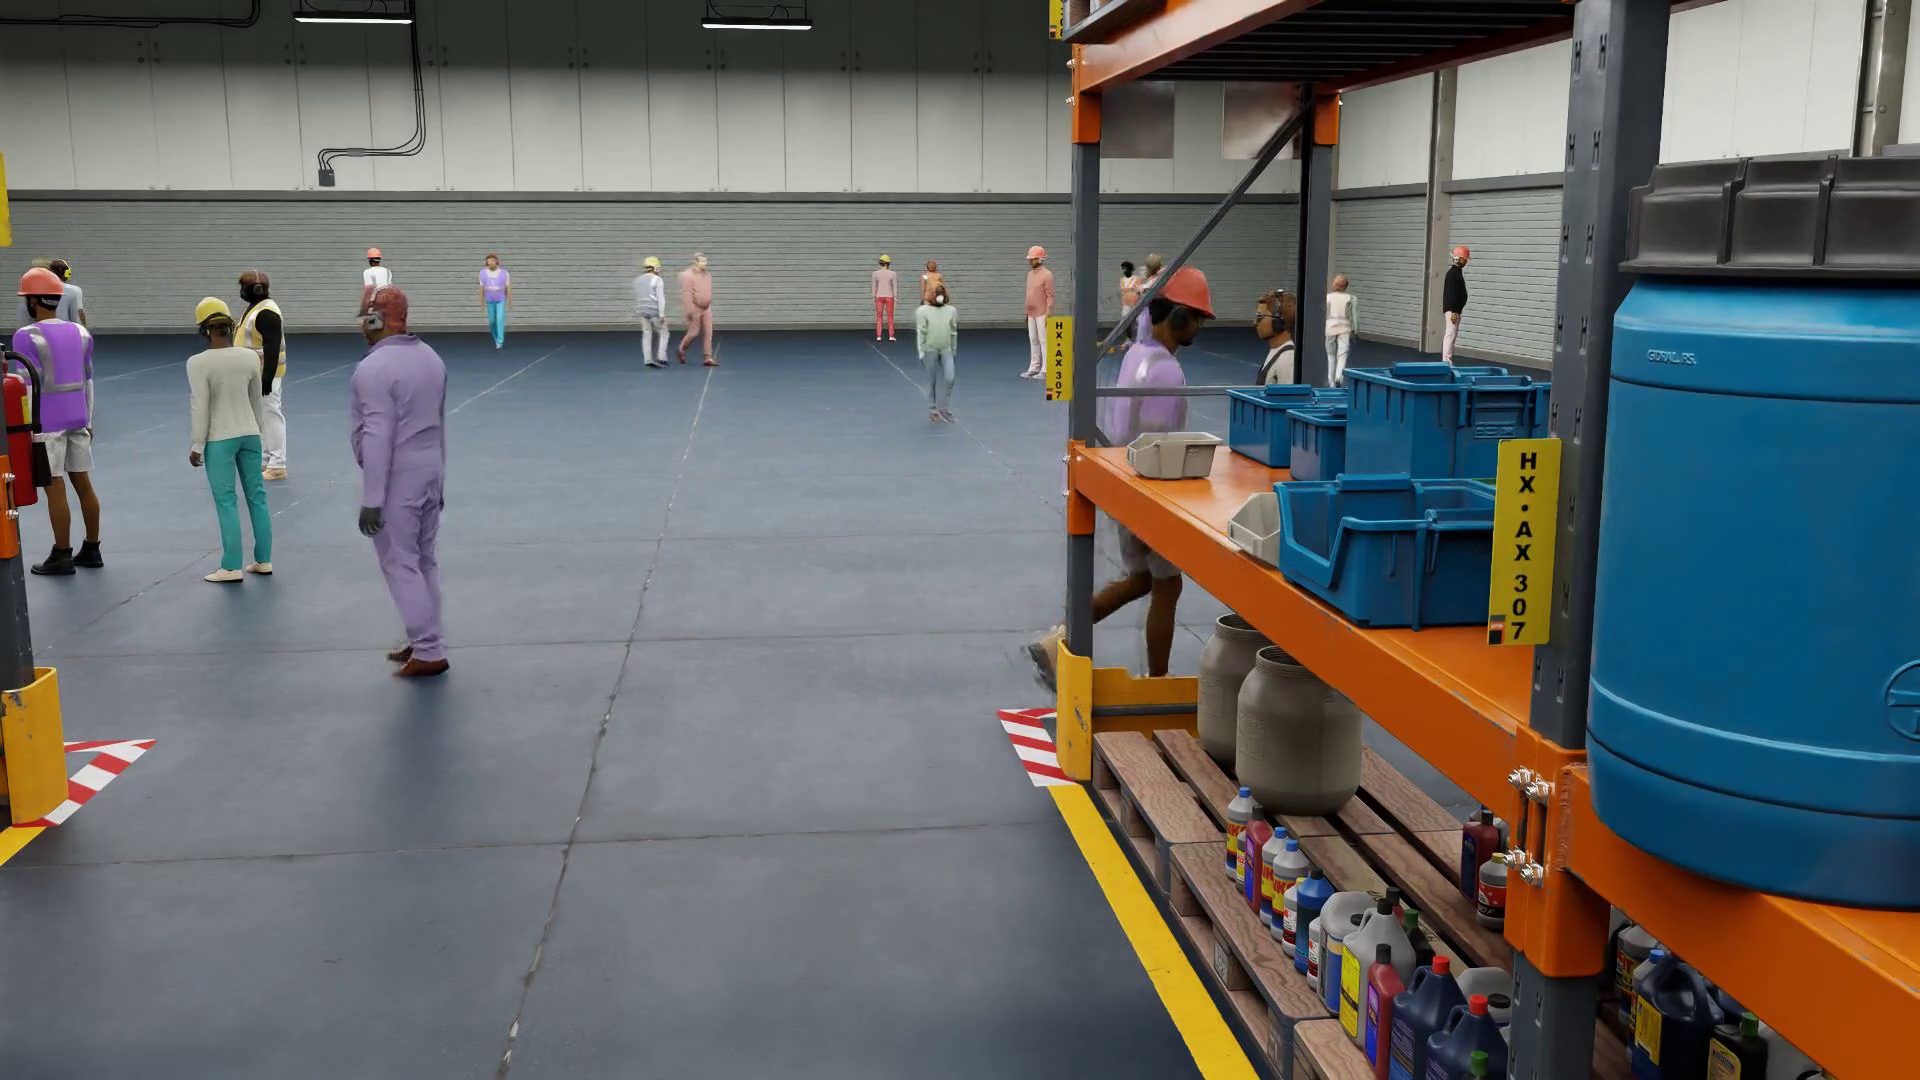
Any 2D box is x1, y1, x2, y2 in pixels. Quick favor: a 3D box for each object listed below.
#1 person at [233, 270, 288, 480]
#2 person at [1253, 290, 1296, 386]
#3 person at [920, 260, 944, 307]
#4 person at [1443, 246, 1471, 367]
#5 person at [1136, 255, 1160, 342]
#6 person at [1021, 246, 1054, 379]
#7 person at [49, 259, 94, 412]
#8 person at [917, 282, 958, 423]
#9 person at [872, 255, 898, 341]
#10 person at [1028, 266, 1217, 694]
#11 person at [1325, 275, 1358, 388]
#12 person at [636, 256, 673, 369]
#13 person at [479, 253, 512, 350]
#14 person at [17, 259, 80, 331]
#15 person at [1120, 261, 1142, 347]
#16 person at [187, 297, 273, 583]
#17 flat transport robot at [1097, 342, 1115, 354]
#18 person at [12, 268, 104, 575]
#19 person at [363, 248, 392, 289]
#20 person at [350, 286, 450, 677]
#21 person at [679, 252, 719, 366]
[{"bbox_3d":[-6.169,-1.450,14.671,0.429,1.844,0.627,-7,13,-35],"label":"person"},{"bbox_3d":[1.734,-0.441,9.127,0.344,1.847,0.504,1,10,8],"label":"person"},{"bbox_3d":[-0.579,-4.998,34.663,0.514,1.644,0.307,-4,11,-19],"label":"person"},{"bbox_3d":[7.663,-3.537,25.714,0.393,1.985,0.611,4,11,20],"label":"person"},{"bbox_3d":[2.322,-2.408,19.729,0.373,1.916,0.700,8,13,37],"label":"person"},{"bbox_3d":[1.161,-3.413,25.013,0.398,1.990,0.622,-6,12,-31],"label":"person"},{"bbox_3d":[-10.811,-2.453,20.092,0.536,1.869,0.312,-2,11,-12],"label":"person"},{"bbox_3d":[-0.233,-2.135,19.043,0.517,1.603,0.686,-3,11,-18],"label":"person"},{"bbox_3d":[-1.539,-4.956,34.096,0.533,1.767,0.326,1,10,7],"label":"person"},{"bbox_3d":[0.733,-0.191,7.312,0.757,2.009,0.646,-2,10,-8],"label":"person"},{"bbox_3d":[5.263,-2.879,23.144,0.527,1.612,0.770,3,11,18],"label":"person"},{"bbox_3d":[-4.944,-3.687,27.012,0.597,1.808,0.606,7,12,33],"label":"person"},{"bbox_3d":[-8.837,-4.555,31.752,0.586,1.825,0.728,-1,10,-3],"label":"person"},{"bbox_3d":[-10.329,-2.229,18.836,1.060,1.873,0.635,6,12,31],"label":"person"},{"bbox_3d":[3.429,-4.593,32.396,0.659,1.669,0.554,-9,14,-41],"label":"person"},{"bbox_3d":[-4.546,-0.615,10.314,0.329,1.762,0.523,5,12,27],"label":"person"},{"bbox_3d":[2.128,-3.423,29.789,0.652,0.197,1.431,7,13,35],"label":"flat transport robot"},{"bbox_3d":[-5.737,-0.745,10.539,0.361,1.938,0.545,3,11,17],"label":"person"},{"bbox_3d":[-10.124,-4.095,28.904,0.376,1.936,0.549,6,12,32],"label":"person"},{"bbox_3d":[-2.696,-0.266,8.105,0.533,1.911,0.705,2,11,12],"label":"person"},{"bbox_3d":[-4.347,-3.818,27.528,0.681,1.881,0.639,9,13,40],"label":"person"}]
